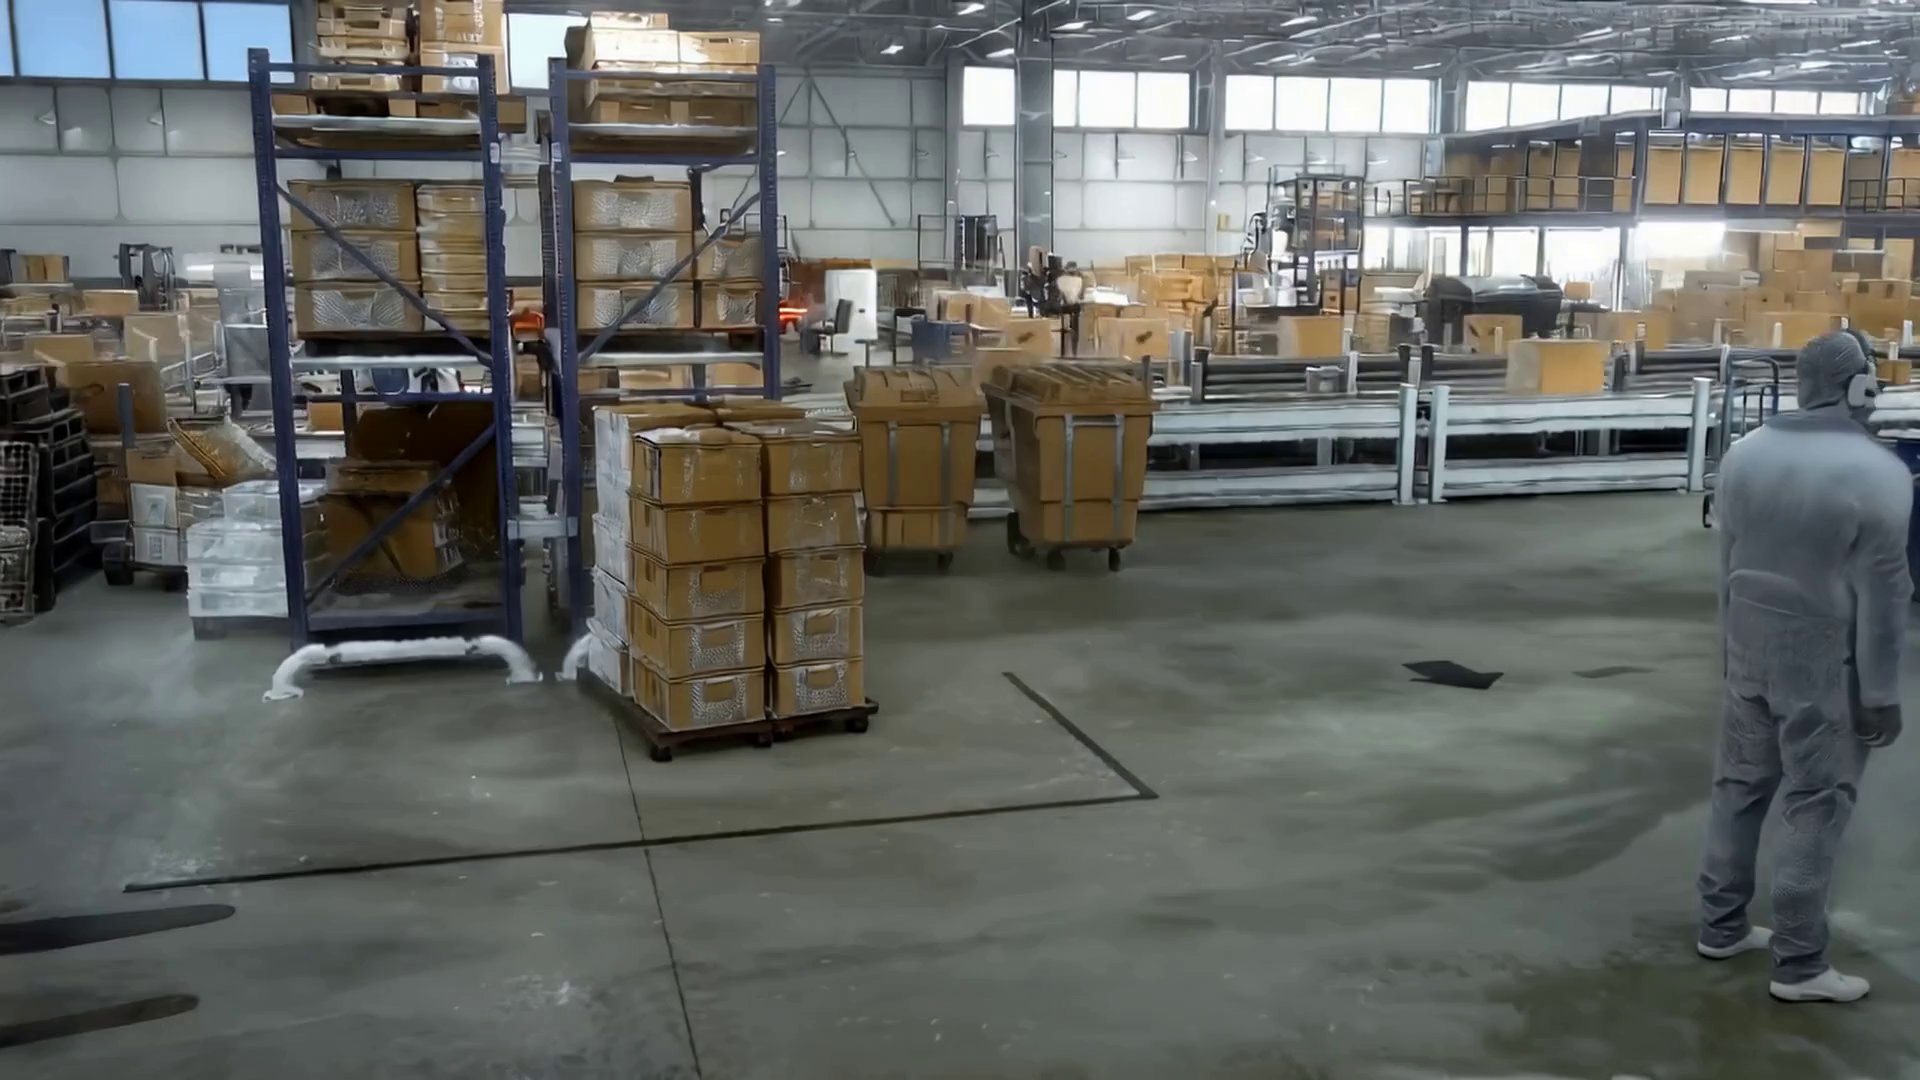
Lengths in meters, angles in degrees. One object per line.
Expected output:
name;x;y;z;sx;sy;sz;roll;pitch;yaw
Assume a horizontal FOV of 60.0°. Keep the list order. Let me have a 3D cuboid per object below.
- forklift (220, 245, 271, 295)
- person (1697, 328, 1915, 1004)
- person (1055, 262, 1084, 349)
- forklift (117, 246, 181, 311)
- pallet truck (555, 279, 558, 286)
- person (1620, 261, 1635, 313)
forklift;-17.749;-6.334;41.440;1.157;1.987;2.680;-3;10;-17
person;2.431;0.353;4.751;0.395;1.900;0.641;-3;11;-17
person;2.228;-4.617;33.123;0.547;1.811;0.966;-4;11;-19
forklift;-19.966;-6.232;40.894;1.157;1.987;2.680;-3;10;-15
pallet truck;-10.604;-6.375;44.520;0.653;1.274;1.630;-3;10;-15
person;16.058;-5.805;39.971;0.300;1.772;0.532;-1;10;-8
